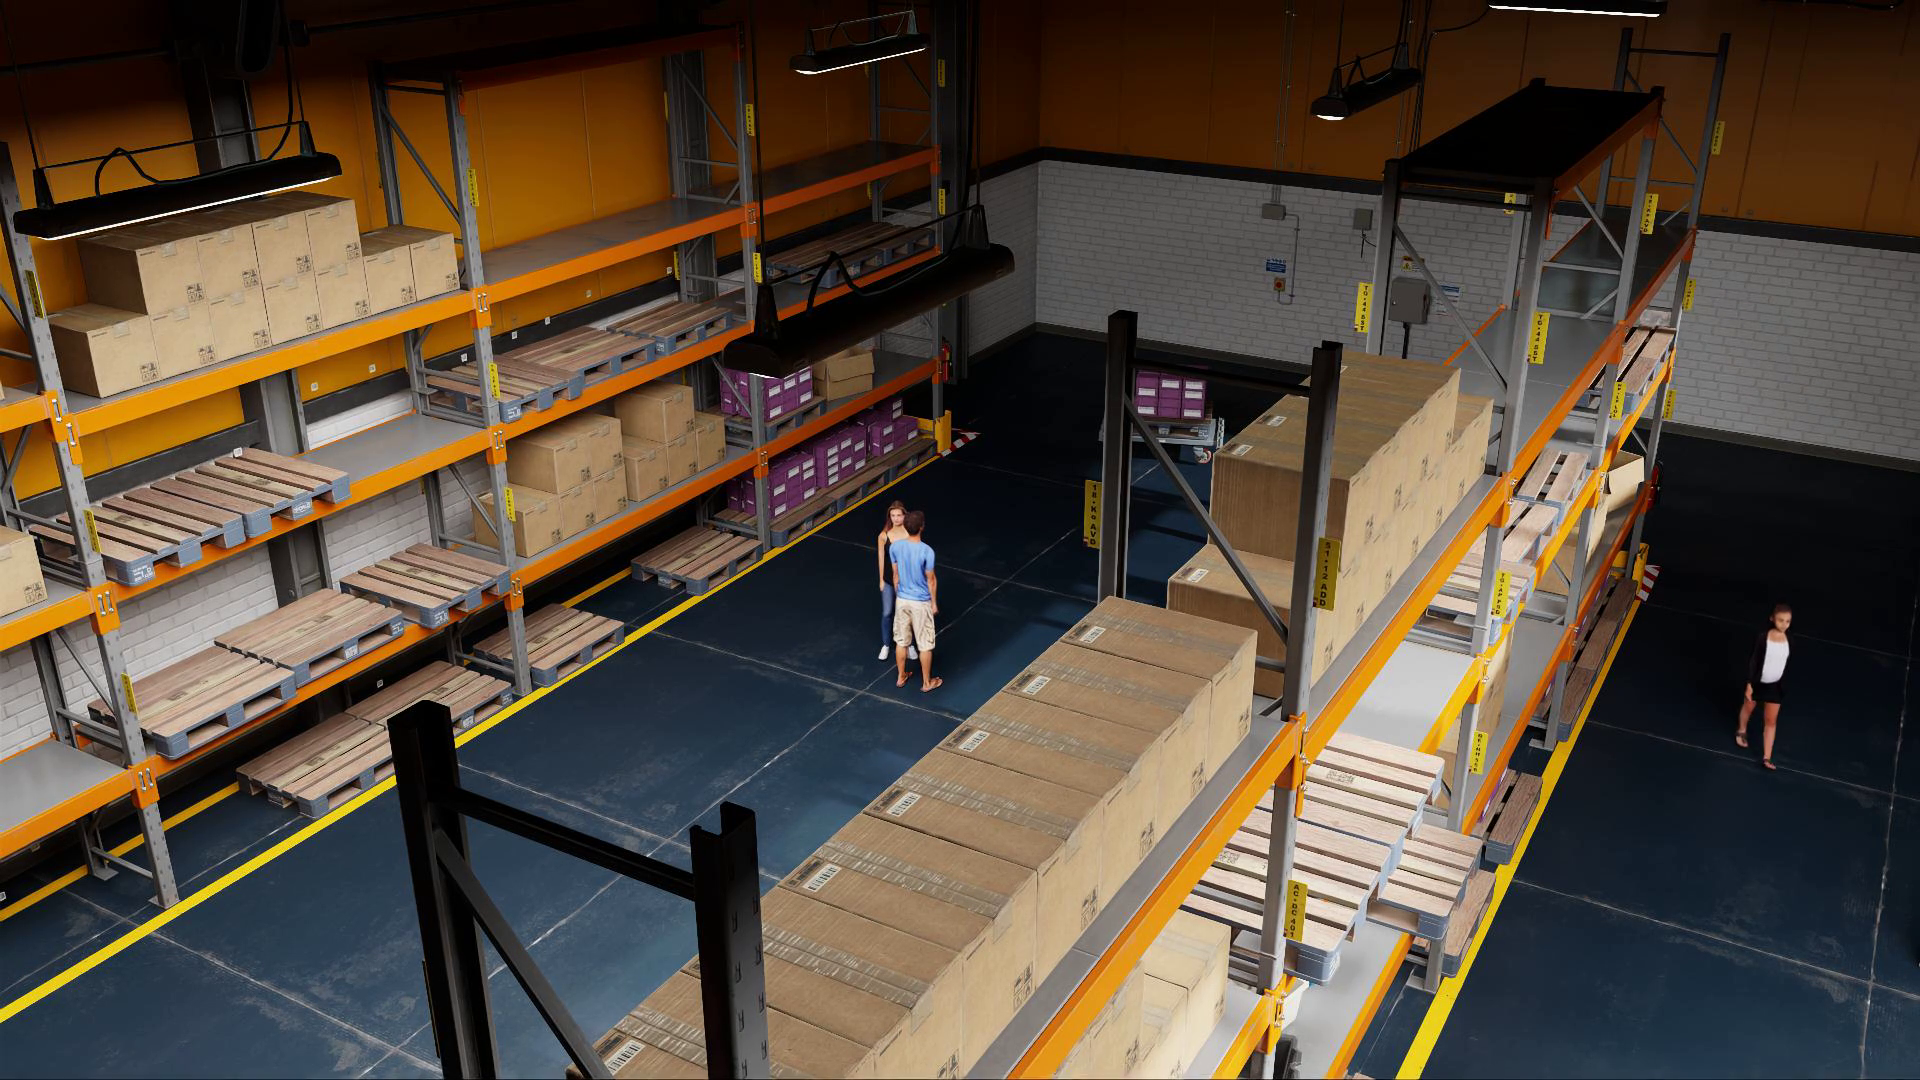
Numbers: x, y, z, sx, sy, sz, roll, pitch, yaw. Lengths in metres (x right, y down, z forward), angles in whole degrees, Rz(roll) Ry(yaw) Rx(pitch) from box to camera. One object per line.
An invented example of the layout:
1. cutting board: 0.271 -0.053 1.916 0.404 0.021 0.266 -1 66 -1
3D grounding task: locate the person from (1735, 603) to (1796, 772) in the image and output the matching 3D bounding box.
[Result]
1. person: 7.284 1.263 15.119 0.743 1.514 1.101 5 24 12

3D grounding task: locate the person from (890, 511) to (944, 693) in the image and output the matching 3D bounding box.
1. person: -0.444 0.589 16.224 0.655 1.864 0.577 11 26 23

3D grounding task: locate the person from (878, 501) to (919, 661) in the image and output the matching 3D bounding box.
1. person: -0.615 0.399 16.835 0.668 1.722 0.679 0 24 -1
